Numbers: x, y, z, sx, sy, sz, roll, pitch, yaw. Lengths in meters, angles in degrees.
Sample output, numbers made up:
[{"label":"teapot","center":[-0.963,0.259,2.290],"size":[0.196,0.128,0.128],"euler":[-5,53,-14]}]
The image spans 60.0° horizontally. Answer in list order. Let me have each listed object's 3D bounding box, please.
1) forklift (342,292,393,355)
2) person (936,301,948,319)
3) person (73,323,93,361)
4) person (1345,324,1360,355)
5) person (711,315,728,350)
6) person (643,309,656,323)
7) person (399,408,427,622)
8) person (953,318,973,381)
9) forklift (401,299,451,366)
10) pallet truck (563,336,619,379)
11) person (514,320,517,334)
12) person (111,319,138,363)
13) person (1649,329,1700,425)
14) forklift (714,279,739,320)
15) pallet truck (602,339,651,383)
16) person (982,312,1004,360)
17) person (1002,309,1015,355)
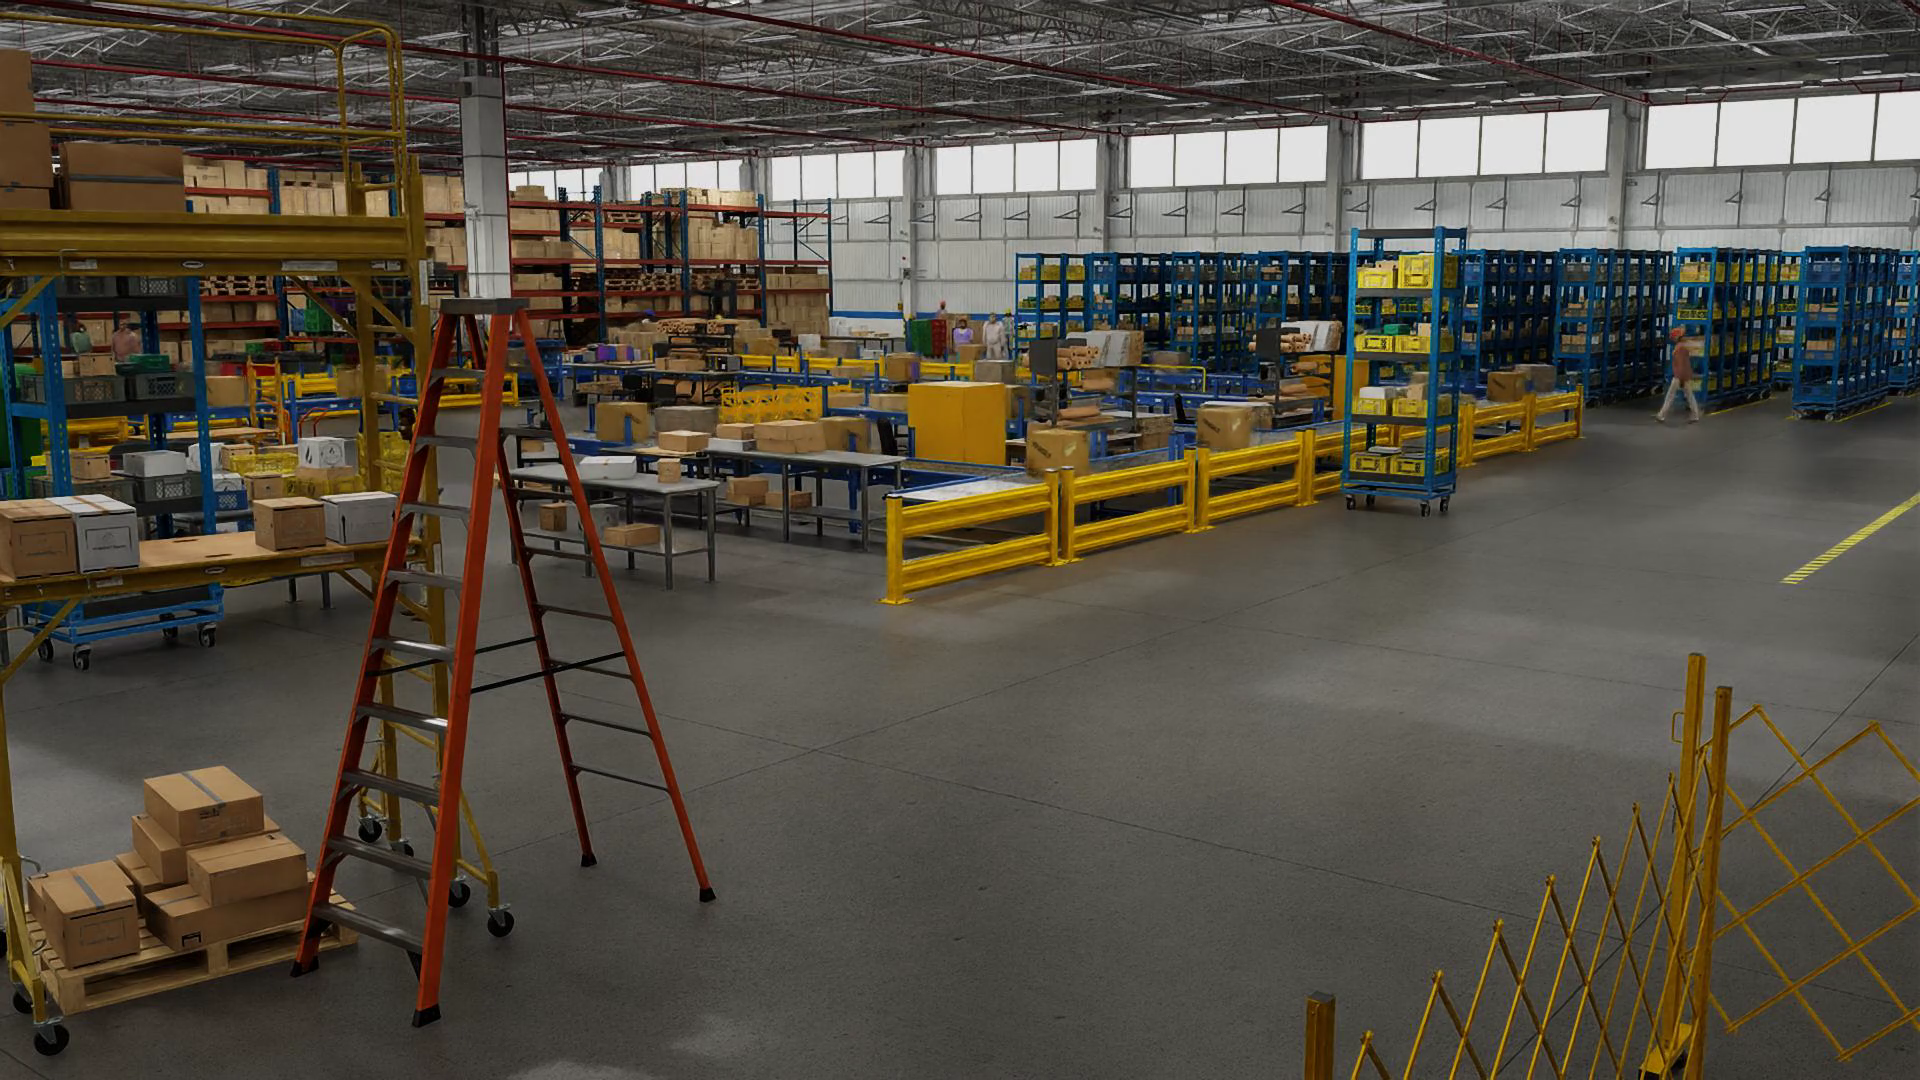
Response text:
[{"label":"forklift","center":[-16.485,-5.622,45.120],"size":[1.129,2.768,1.873],"euler":[7,11,37]},{"label":"person","center":[-0.643,-8.877,68.511],"size":[0.569,1.888,0.957],"euler":[-9,13,-43]},{"label":"person","center":[-25.199,-5.429,47.823],"size":[0.507,1.628,0.323],"euler":[-8,12,-41]},{"label":"person","center":[10.085,-4.573,42.046],"size":[0.915,1.775,0.622],"euler":[-8,12,-41]},{"label":"person","center":[-7.291,-5.979,50.753],"size":[0.882,1.798,0.592],"euler":[8,12,39]},{"label":"person","center":[-9.799,-6.313,52.458],"size":[0.496,1.907,0.631],"euler":[-4,10,-23]},{"label":"person","center":[-4.733,-0.221,14.549],"size":[0.327,1.874,0.520],"euler":[-6,11,-31]},{"label":"person","center":[0.079,-5.085,45.008],"size":[0.563,1.839,0.388],"euler":[3,9,16]},{"label":"forklift","center":[-16.130,-6.252,49.054],"size":[1.129,2.768,1.873],"euler":[7,11,37]},{"label":"pallet truck","center":[-10.690,-5.294,48.215],"size":[1.601,1.201,0.680],"euler":[-5,10,-26]},{"label":"person","center":[-16.125,-7.453,59.697],"size":[0.414,1.869,0.754],"euler":[0,9,-2]},{"label":"person","center":[-21.197,-4.668,42.246],"size":[0.654,1.889,0.711],"euler":[0,9,3]},{"label":"person","center":[14.467,-3.272,33.444],"size":[0.991,1.926,0.607],"euler":[8,12,42]},{"label":"forklift","center":[-8.432,-8.032,60.164],"size":[1.129,2.768,1.873],"euler":[7,11,37]},{"label":"pallet truck","center":[-8.991,-4.871,45.351],"size":[0.653,1.274,1.630],"euler":[7,11,37]},{"label":"person","center":[0.975,-5.751,49.000],"size":[0.643,1.897,0.450],"euler":[1,9,4]},{"label":"person","center":[1.794,-7.732,61.862],"size":[0.485,1.734,0.346],"euler":[-1,9,-9]}]
